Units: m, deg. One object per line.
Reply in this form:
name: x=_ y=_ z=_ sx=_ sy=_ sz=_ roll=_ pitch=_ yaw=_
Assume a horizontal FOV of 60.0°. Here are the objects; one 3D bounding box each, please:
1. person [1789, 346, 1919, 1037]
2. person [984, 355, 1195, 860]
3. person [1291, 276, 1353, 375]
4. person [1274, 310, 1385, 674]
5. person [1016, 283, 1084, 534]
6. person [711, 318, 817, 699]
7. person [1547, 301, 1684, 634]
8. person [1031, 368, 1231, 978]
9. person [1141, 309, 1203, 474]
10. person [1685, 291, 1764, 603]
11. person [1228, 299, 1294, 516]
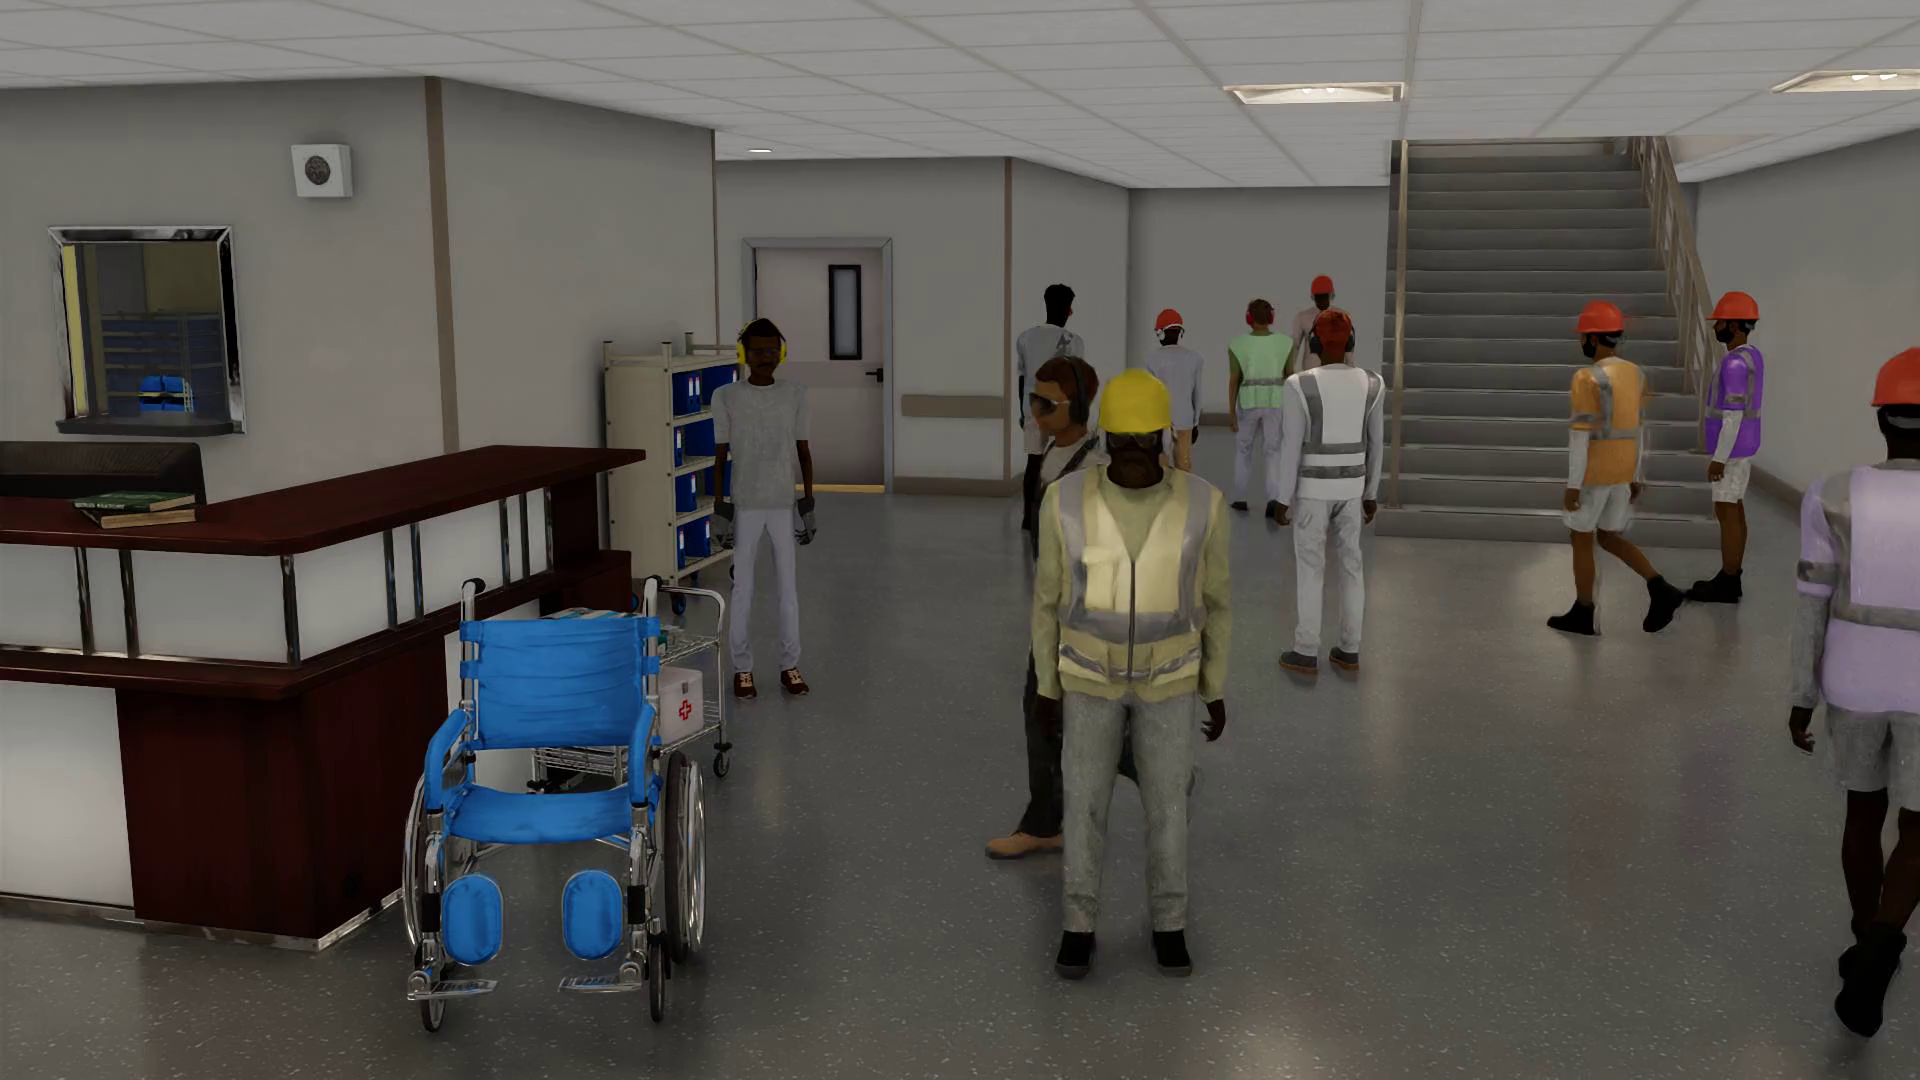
person: x=2.604 y=0.422 z=4.641 sx=0.575 sy=1.908 sz=0.819 roll=7 pitch=12 yaw=37
person: x=0.453 y=0.251 z=5.866 sx=0.667 sy=1.823 sz=0.534 roll=-2 pitch=10 yaw=-13
person: x=3.717 y=-1.750 z=17.265 sx=0.662 sy=1.949 sz=0.965 roll=4 pitch=10 yaw=20
person: x=1.903 y=-0.243 z=8.604 sx=0.584 sy=1.882 sz=0.345 roll=-3 pitch=10 yaw=-16
person: x=0.706 y=-0.994 z=12.824 sx=0.620 sy=1.952 sz=0.384 roll=7 pitch=12 yaw=37
person: x=-0.954 y=-0.150 z=8.134 sx=0.508 sy=1.862 sz=0.326 roll=-3 pitch=10 yaw=-16
person: x=3.681 y=-0.375 z=9.317 sx=0.563 sy=1.915 sz=0.682 roll=-7 pitch=12 yaw=-34
person: x=0.505 y=0.401 z=4.971 sx=0.595 sy=1.830 sz=0.403 roll=1 pitch=10 yaw=5
person: x=1.621 y=-0.920 z=12.978 sx=0.573 sy=1.747 sz=0.337 roll=-5 pitch=11 yaw=-26
person: x=4.789 y=-0.573 z=10.388 sx=0.360 sy=1.939 sz=0.543 roll=7 pitch=12 yaw=34
person: x=2.512 y=-1.098 z=13.909 sx=0.575 sy=1.820 sz=0.840 roll=0 pitch=10 yaw=-2
